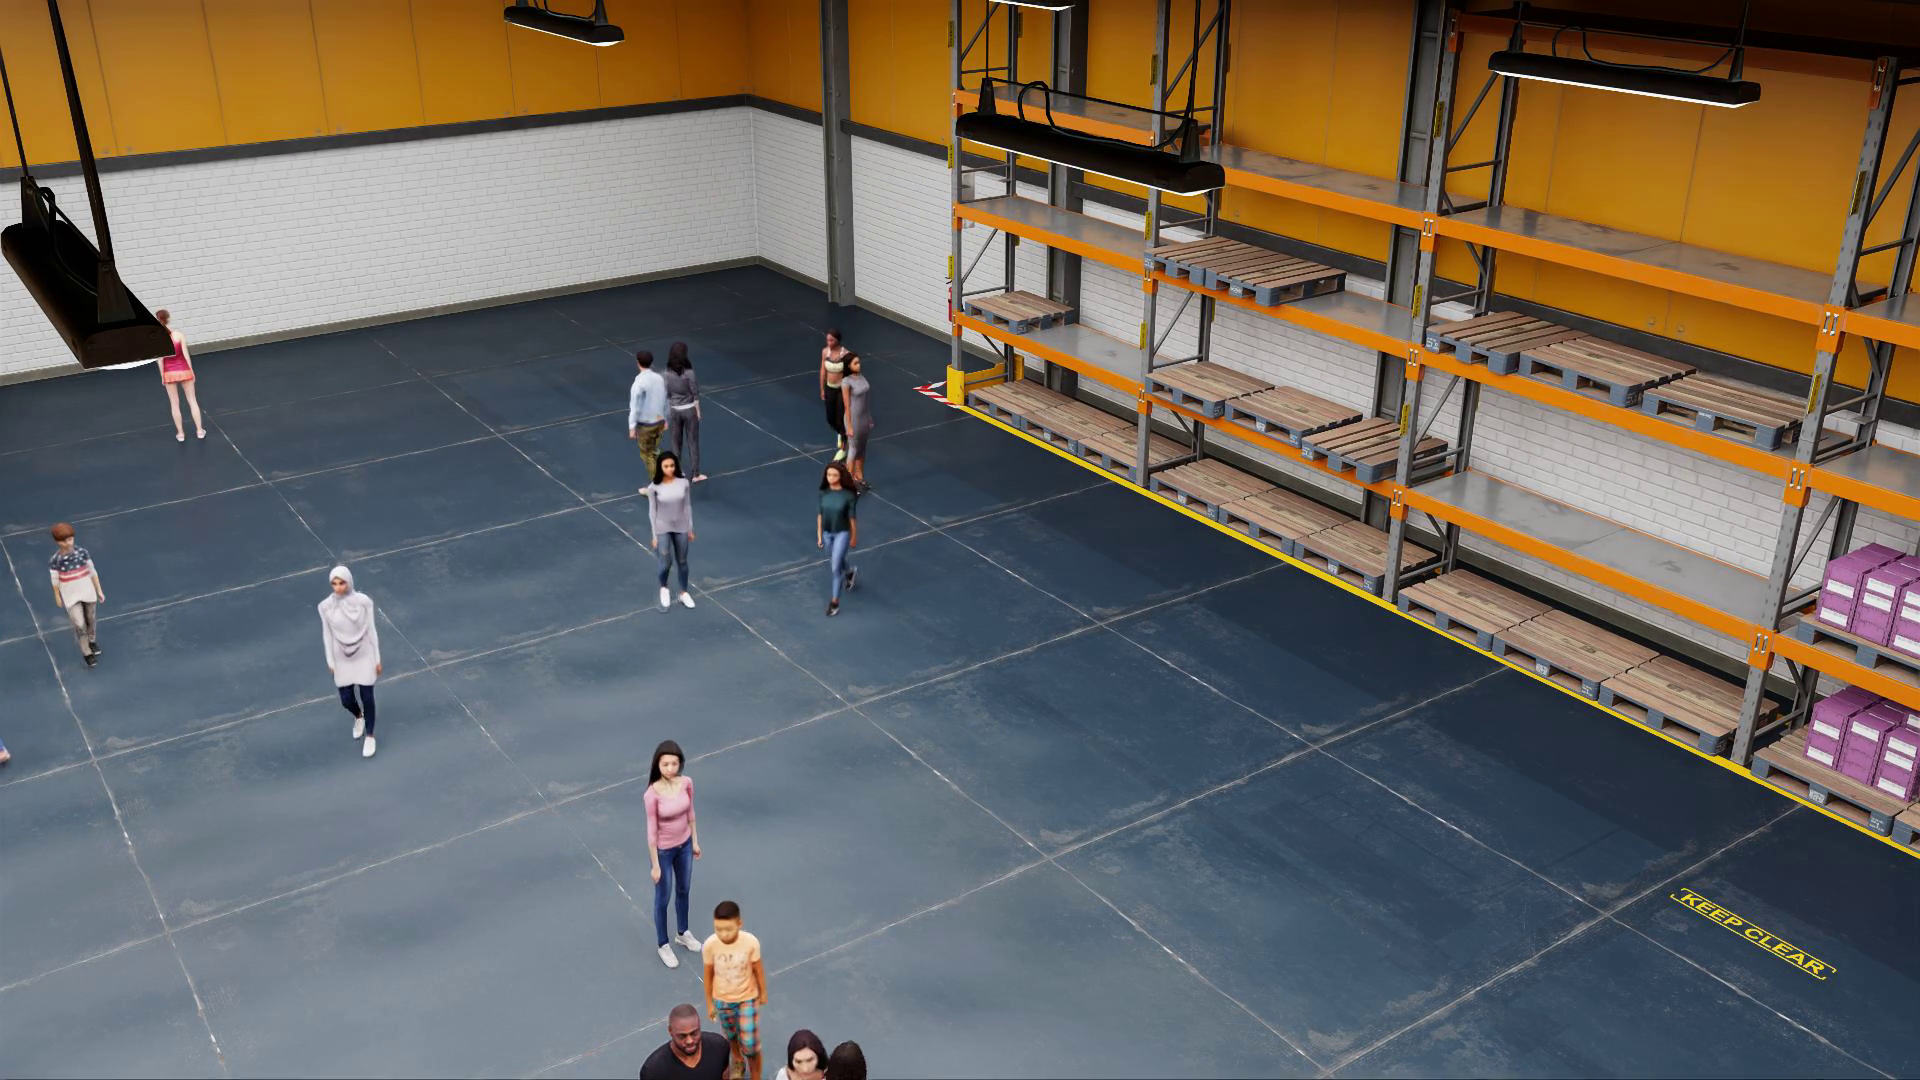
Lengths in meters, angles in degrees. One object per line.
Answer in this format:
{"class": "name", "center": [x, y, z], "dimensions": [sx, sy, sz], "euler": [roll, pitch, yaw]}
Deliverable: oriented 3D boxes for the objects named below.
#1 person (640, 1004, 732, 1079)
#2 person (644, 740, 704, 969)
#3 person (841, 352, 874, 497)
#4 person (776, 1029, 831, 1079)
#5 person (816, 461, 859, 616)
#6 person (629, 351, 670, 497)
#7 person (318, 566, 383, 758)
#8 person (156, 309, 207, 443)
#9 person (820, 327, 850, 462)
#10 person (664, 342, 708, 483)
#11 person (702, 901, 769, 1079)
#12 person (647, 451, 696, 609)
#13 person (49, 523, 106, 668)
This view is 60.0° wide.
{"class": "person", "center": [-1.471, 3.308, 9.191], "dimensions": [0.673, 1.819, 0.552], "euler": [-14, 27, -29]}
{"class": "person", "center": [-2.050, 2.195, 11.832], "dimensions": [0.554, 1.742, 0.597], "euler": [22, 32, 40]}
{"class": "person", "center": [-1.250, -1.415, 20.046], "dimensions": [0.655, 1.778, 0.675], "euler": [11, 26, 24]}
{"class": "person", "center": [-0.878, 3.359, 9.371], "dimensions": [0.868, 1.582, 1.163], "euler": [-6, 24, -13]}
{"class": "person", "center": [-1.243, -0.079, 17.219], "dimensions": [1.062, 1.594, 1.002], "euler": [10, 25, 21]}
{"class": "person", "center": [-3.636, -1.364, 19.907], "dimensions": [0.942, 1.797, 0.887], "euler": [10, 26, 22]}
{"class": "person", "center": [-5.259, 1.011, 14.511], "dimensions": [0.744, 1.766, 0.813], "euler": [-4, 24, -10]}
{"class": "person", "center": [-10.265, -2.164, 21.796], "dimensions": [0.601, 1.750, 0.579], "euler": [-11, 26, -23]}
{"class": "person", "center": [-1.518, -1.904, 21.215], "dimensions": [0.864, 1.738, 0.906], "euler": [5, 24, 12]}
{"class": "person", "center": [-3.400, -1.569, 20.419], "dimensions": [0.645, 1.762, 0.733], "euler": [7, 25, 15]}
{"class": "person", "center": [-1.425, 2.875, 10.645], "dimensions": [0.736, 1.448, 0.818], "euler": [-1, 24, -2]}
{"class": "person", "center": [-2.998, -0.115, 17.135], "dimensions": [0.658, 1.728, 0.653], "euler": [-13, 27, -28]}
{"class": "person", "center": [-8.593, 0.480, 16.159], "dimensions": [0.806, 1.420, 0.610], "euler": [20, 31, 38]}
